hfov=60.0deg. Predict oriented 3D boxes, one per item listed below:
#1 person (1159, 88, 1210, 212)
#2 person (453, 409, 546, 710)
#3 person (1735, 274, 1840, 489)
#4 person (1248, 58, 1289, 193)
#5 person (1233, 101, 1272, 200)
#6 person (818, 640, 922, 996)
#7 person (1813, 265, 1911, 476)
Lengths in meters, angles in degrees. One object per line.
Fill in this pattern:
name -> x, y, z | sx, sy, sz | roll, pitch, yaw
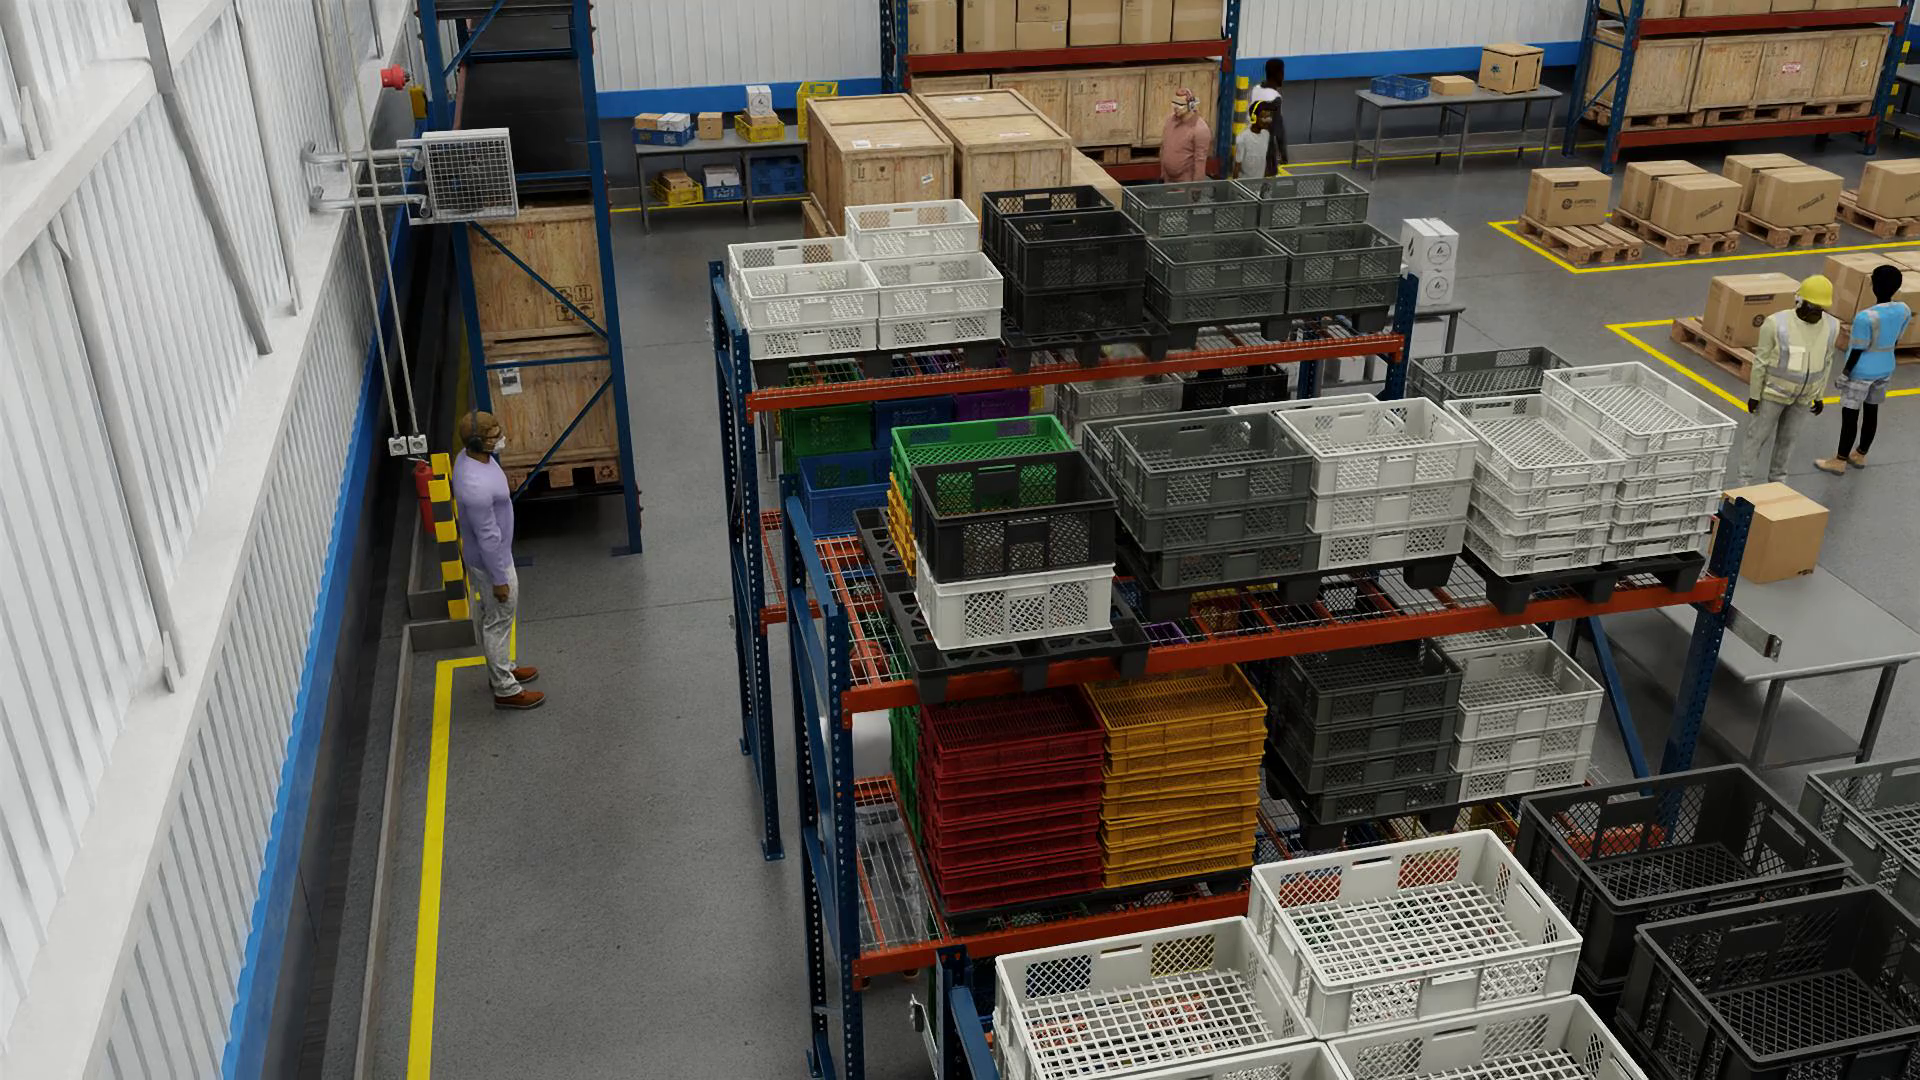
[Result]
person -> 2.314, -3.796, 17.494 | 0.396, 1.901, 0.646 | -15, 31, -27
person -> -2.808, 0.112, 10.030 | 0.357, 1.938, 0.638 | -9, 29, -16
person -> 6.206, -1.110, 12.461 | 0.586, 1.833, 0.403 | -1, 28, -2
person -> 3.483, -4.457, 18.736 | 0.505, 1.904, 0.602 | -4, 28, -7
person -> 2.980, -3.601, 17.160 | 0.508, 1.862, 0.333 | -22, 35, -36
person -> -0.400, 1.313, 7.807 | 0.582, 1.882, 0.338 | -7, 29, -13
person -> 7.087, -1.323, 13.008 | 0.530, 1.695, 0.321 | -12, 30, -22
